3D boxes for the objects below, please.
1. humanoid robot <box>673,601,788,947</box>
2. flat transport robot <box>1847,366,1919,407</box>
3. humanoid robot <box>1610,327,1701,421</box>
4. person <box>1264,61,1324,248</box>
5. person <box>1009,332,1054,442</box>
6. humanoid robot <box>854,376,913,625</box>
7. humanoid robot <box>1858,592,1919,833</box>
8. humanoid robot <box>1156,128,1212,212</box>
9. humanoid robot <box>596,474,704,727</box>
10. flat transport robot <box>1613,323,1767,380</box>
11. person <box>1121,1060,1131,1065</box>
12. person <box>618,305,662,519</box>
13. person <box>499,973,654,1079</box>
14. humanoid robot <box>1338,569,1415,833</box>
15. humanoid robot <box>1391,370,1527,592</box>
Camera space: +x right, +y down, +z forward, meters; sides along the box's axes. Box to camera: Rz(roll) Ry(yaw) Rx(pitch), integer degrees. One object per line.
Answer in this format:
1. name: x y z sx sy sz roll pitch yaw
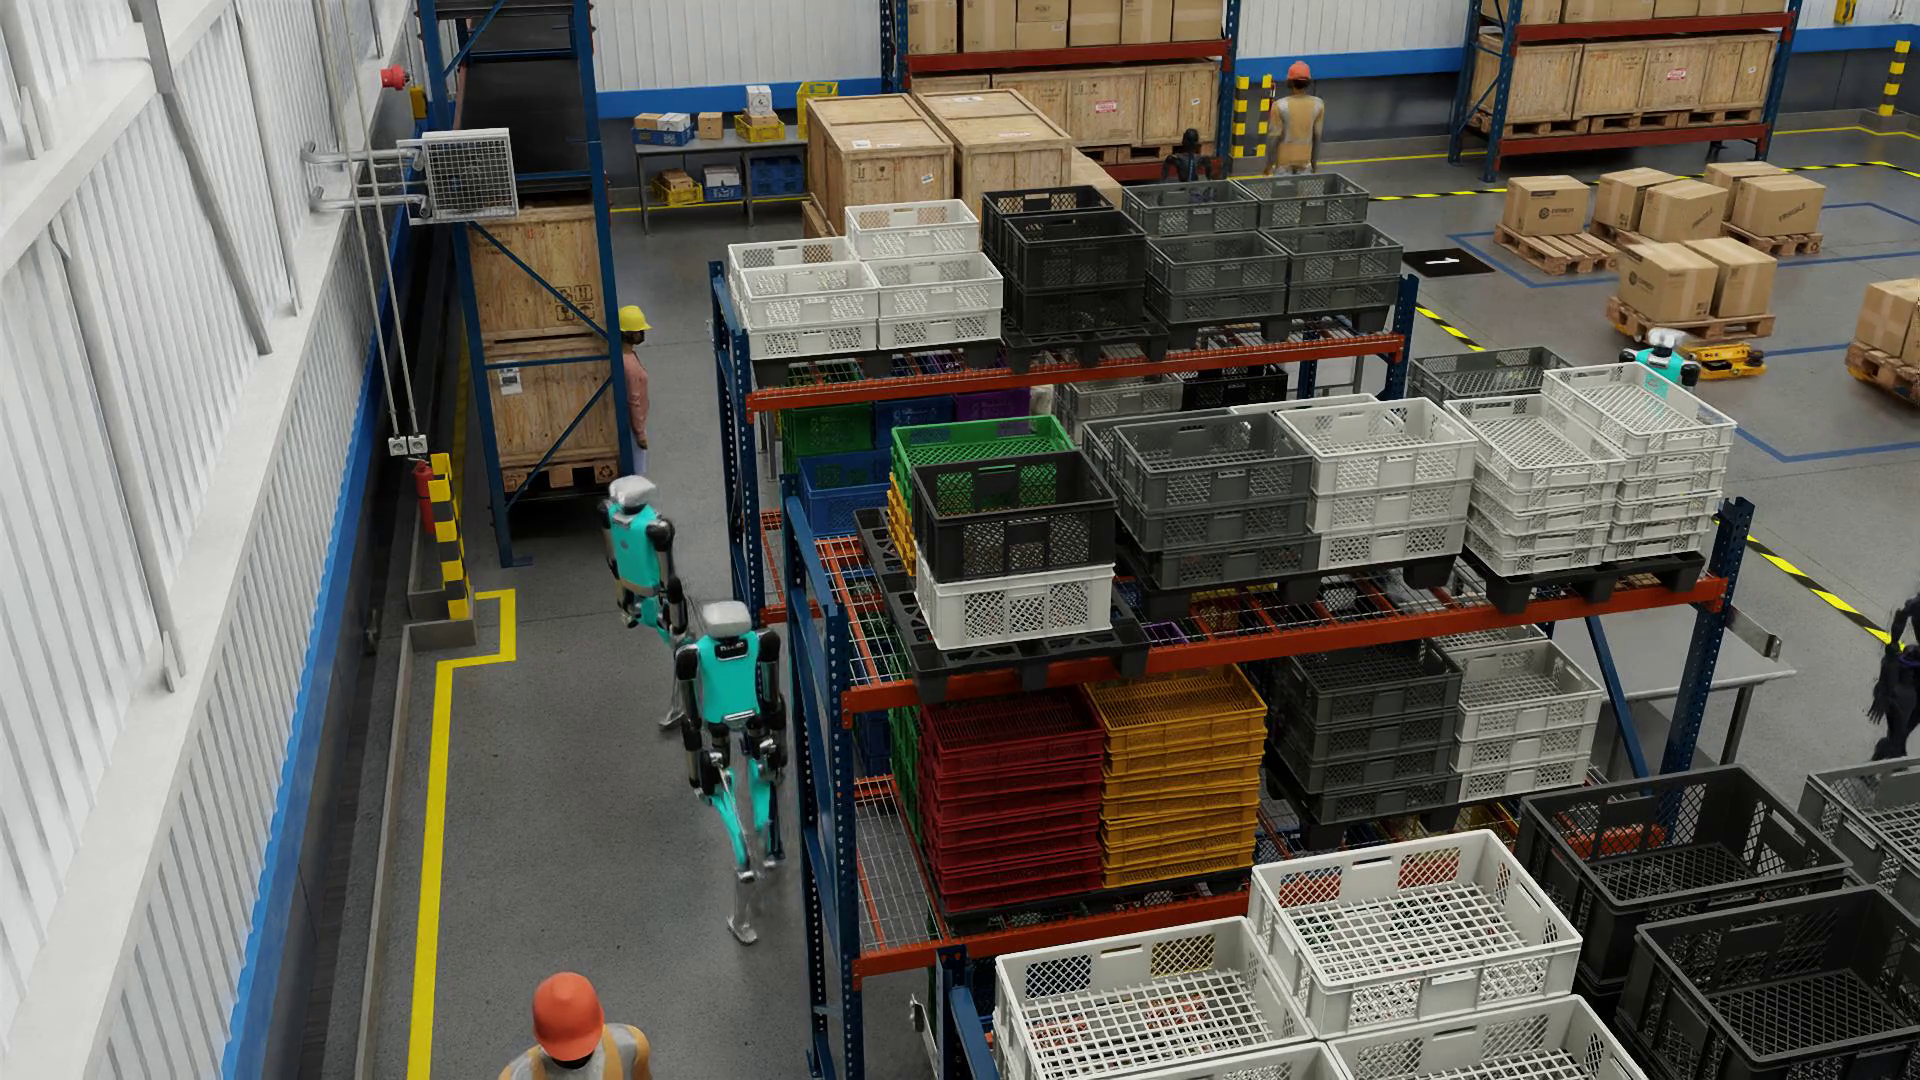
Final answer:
1. humanoid robot: -1.020 1.259 8.191 0.538 1.860 0.825 -12 30 -22
2. flat transport robot: 8.546 -1.325 14.531 0.652 0.197 1.431 -6 28 -12
3. humanoid robot: 4.892 -0.781 11.808 0.533 1.677 0.735 16 32 27
4. person: 3.587 -4.142 18.004 0.613 2.040 0.389 -7 28 -12
5. person: 0.437 -0.630 11.568 0.506 1.837 0.332 22 35 35
6. humanoid robot: -0.603 -0.136 10.839 0.739 1.892 0.530 -6 28 -11
7. humanoid robot: 5.288 0.793 9.053 0.600 1.637 0.695 -7 29 -13
8. humanoid robot: 2.268 -3.400 17.057 0.606 1.631 0.811 -5 28 -9
9. humanoid robot: -1.681 0.416 9.800 0.547 1.900 0.717 18 33 31
10. flat transport robot: 6.823 -1.876 15.576 0.652 0.197 1.431 -6 28 -12
11. person: 0.584 2.492 5.698 1.005 1.776 0.655 0 28 0
12. person: -2.351 -0.854 12.070 0.336 1.761 0.523 -8 29 -15
13. person: -1.302 2.294 5.907 0.550 1.934 0.371 -15 31 -26
14. humanoid robot: 2.225 0.878 8.875 0.609 1.648 0.471 -10 30 -19
15. humanoid robot: 3.269 -0.343 11.185 0.853 1.834 0.547 15 31 26
